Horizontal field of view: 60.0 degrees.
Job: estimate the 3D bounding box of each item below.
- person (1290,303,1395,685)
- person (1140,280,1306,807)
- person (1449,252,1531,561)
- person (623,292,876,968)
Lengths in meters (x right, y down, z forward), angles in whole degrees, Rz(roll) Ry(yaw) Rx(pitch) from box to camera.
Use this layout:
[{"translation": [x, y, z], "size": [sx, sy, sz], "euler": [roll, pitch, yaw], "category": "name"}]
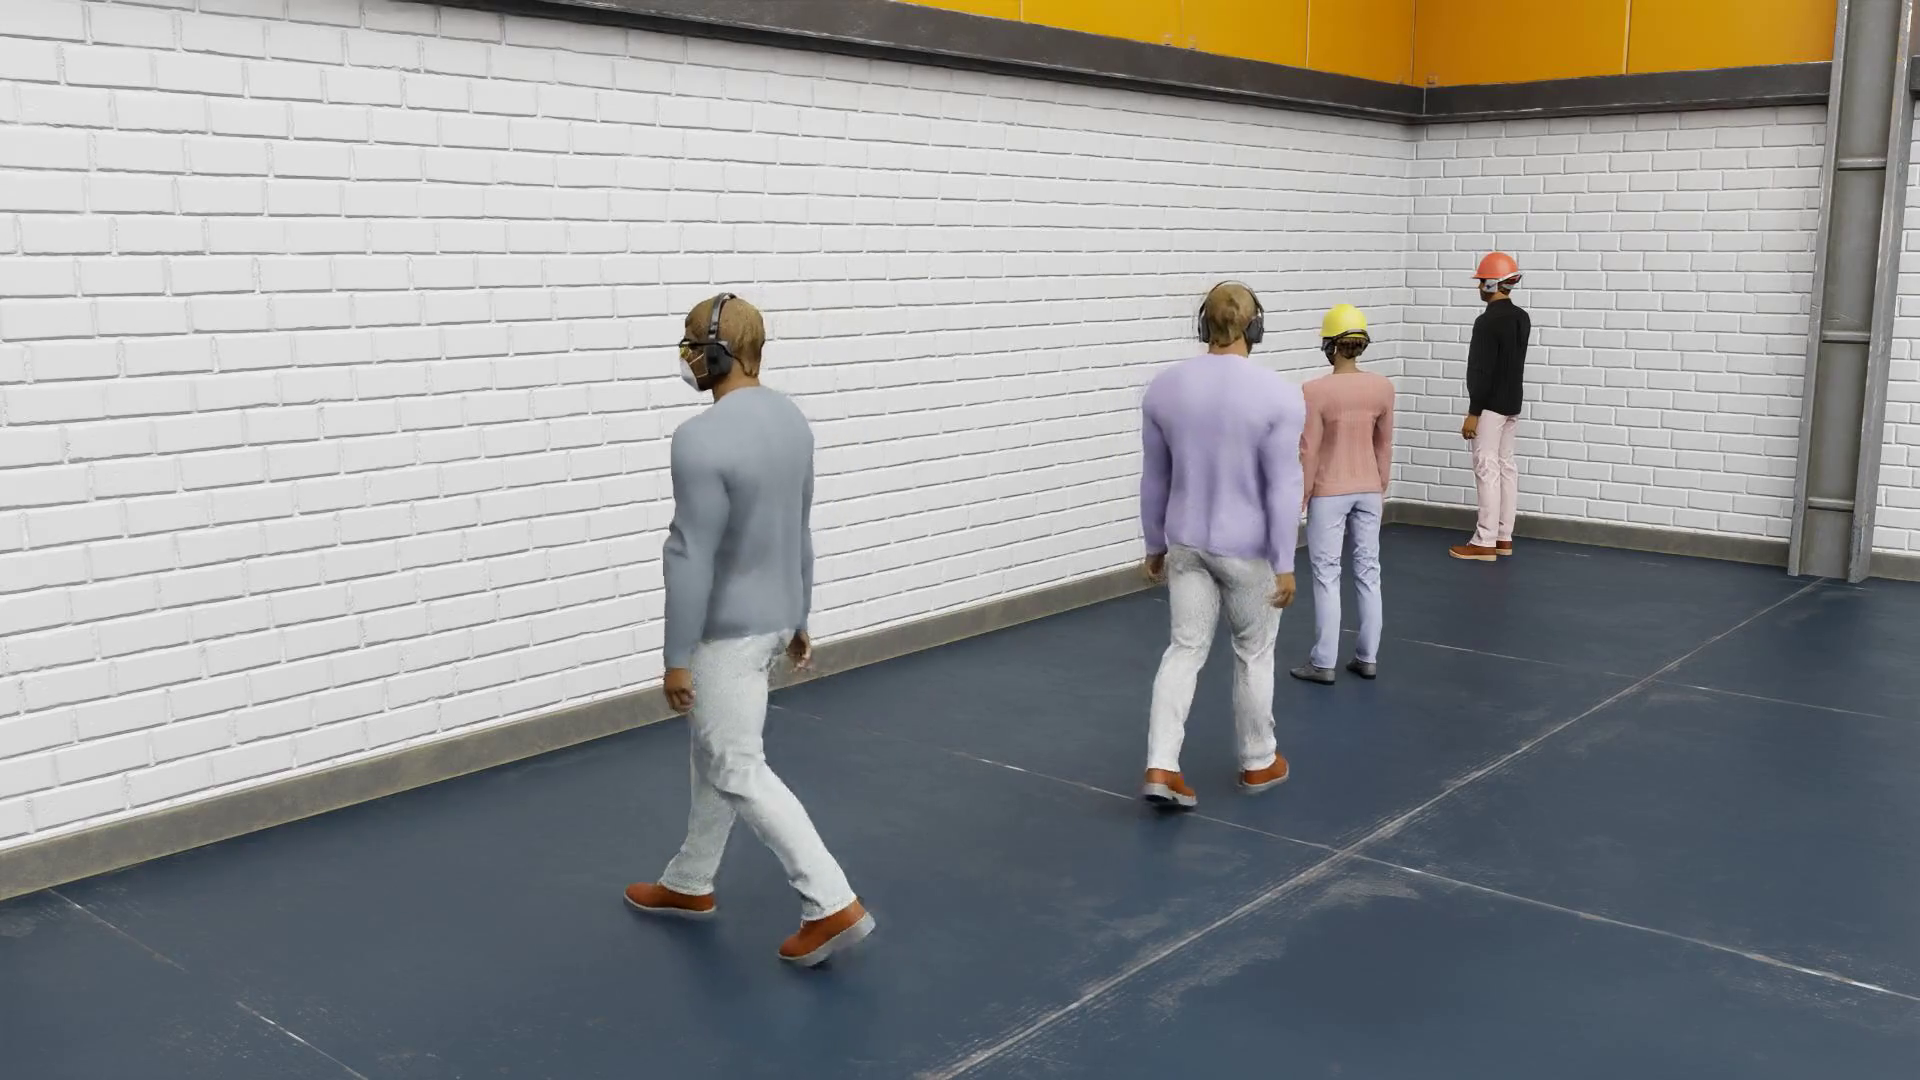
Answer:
[{"translation": [1.767, -0.207, 7.738], "size": [0.522, 1.769, 0.318], "euler": [-4, 11, -21], "category": "person"}, {"translation": [0.933, 0.027, 5.995], "size": [0.643, 1.916, 0.823], "euler": [7, 12, 34], "category": "person"}, {"translation": [3.463, -0.862, 10.819], "size": [0.376, 1.995, 0.609], "euler": [9, 13, 41], "category": "person"}, {"translation": [-0.621, 0.248, 4.758], "size": [0.899, 1.910, 0.642], "euler": [4, 11, 21], "category": "person"}]
